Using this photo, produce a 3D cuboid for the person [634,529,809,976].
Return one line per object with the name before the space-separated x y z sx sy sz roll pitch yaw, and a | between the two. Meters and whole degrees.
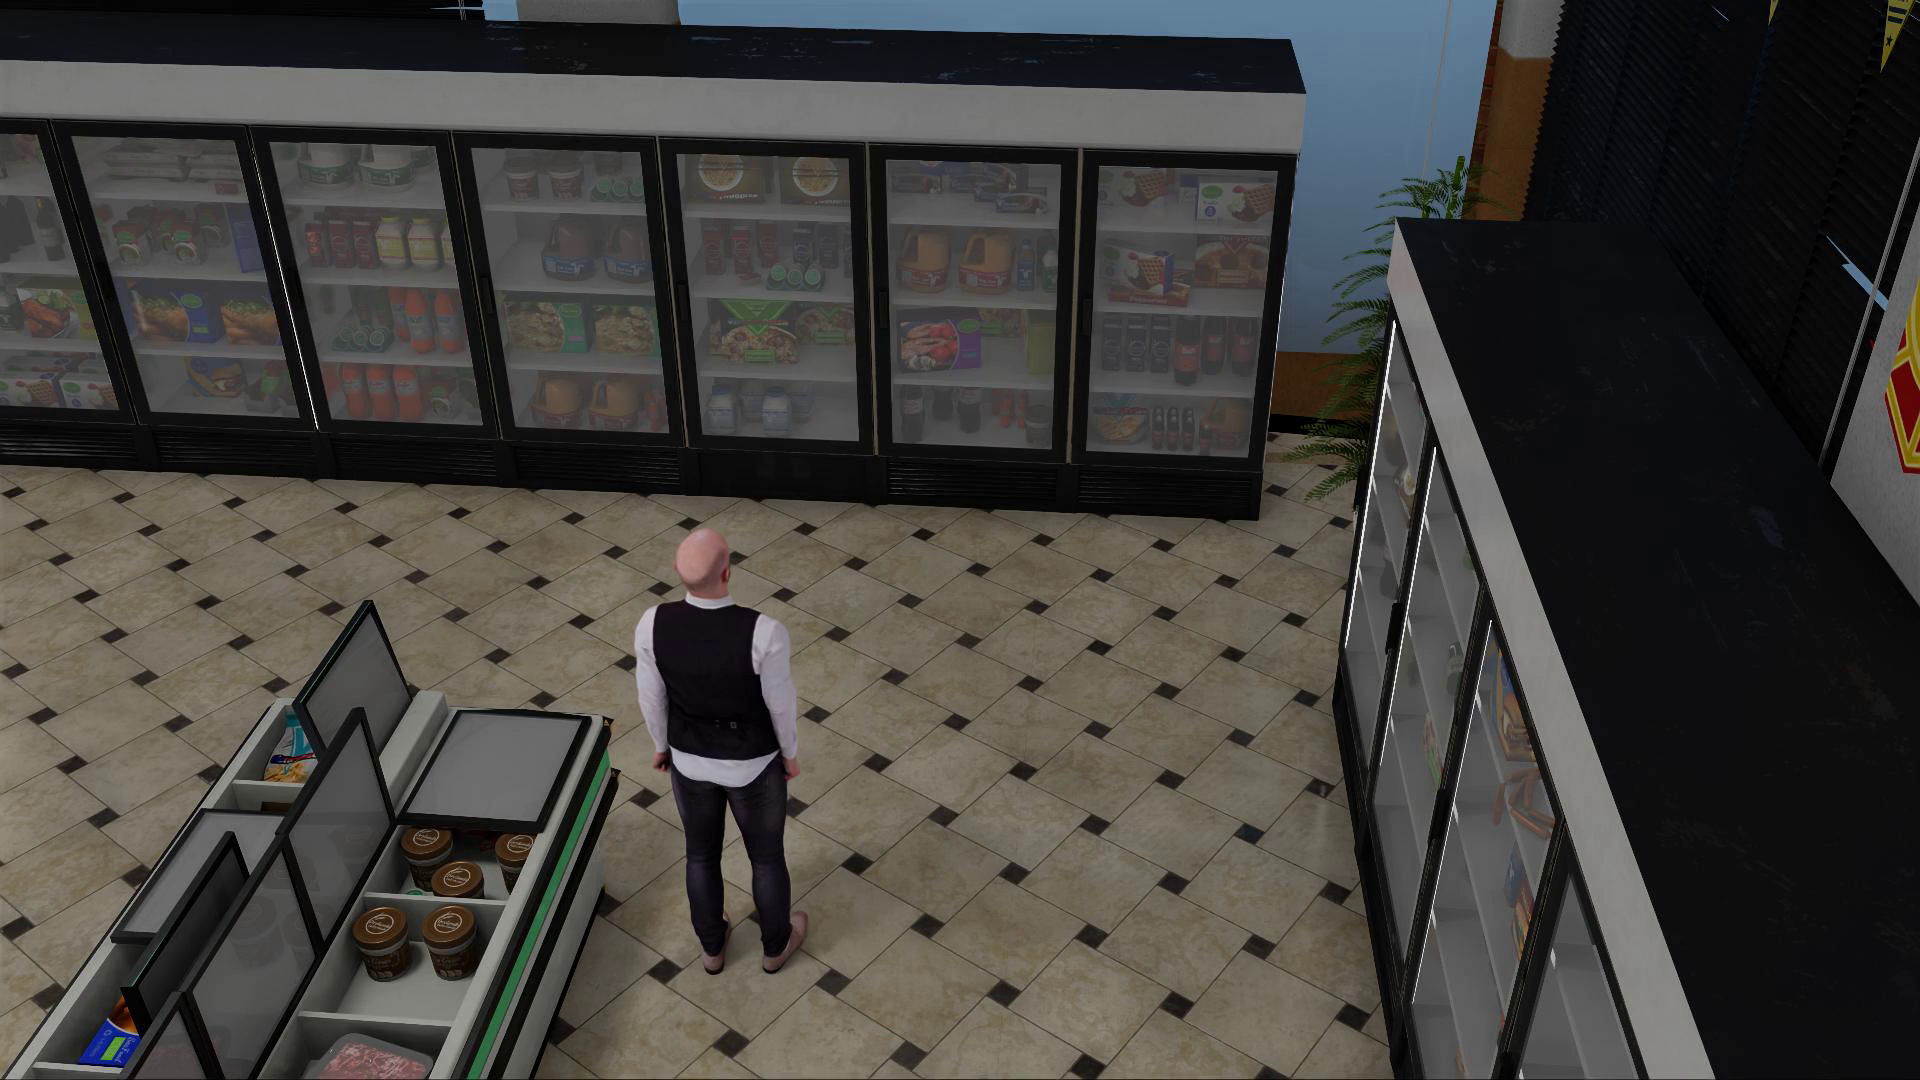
person | -0.811 0.761 5.726 0.687 1.823 0.596 4 32 7
